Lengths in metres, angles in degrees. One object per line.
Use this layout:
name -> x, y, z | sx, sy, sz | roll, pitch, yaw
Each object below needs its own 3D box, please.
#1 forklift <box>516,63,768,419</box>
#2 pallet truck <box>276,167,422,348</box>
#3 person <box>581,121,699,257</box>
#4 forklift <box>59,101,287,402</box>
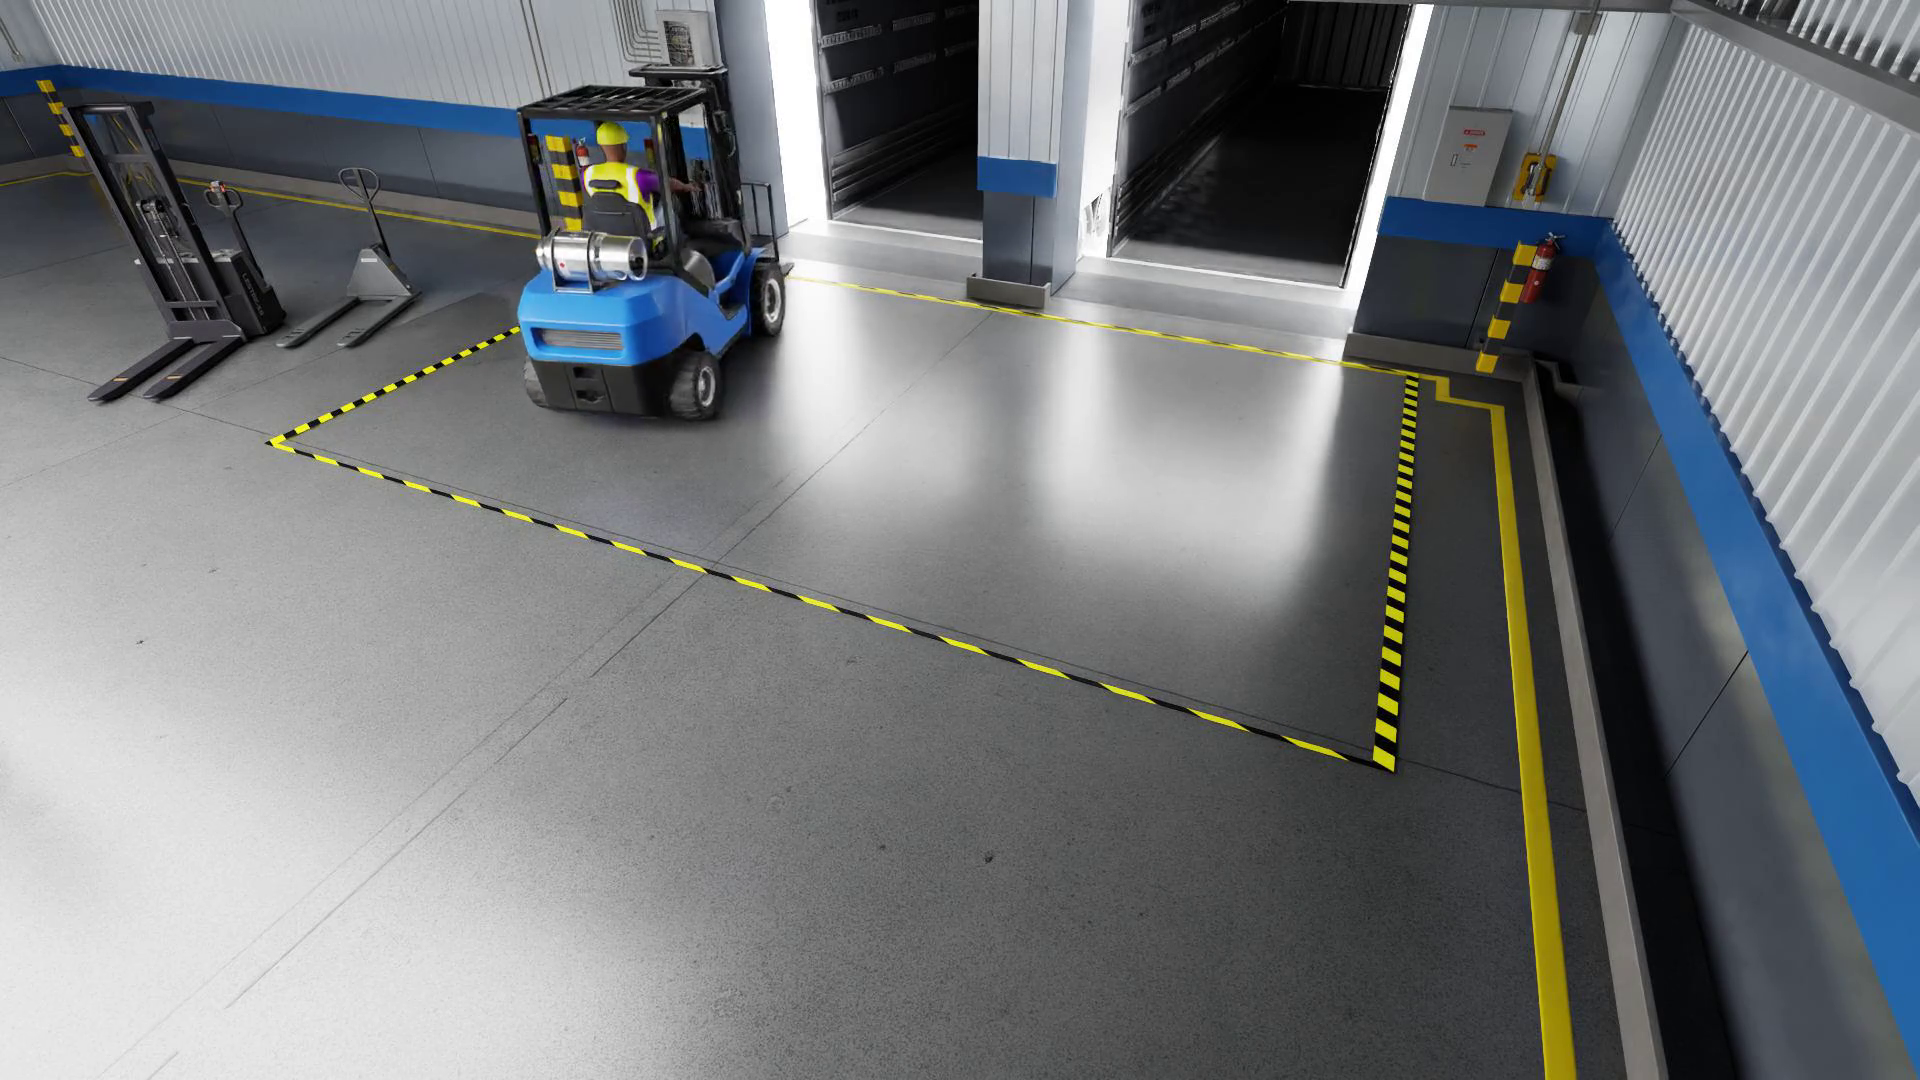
forklift -> -2.439, -2.445, 7.206 | 1.157, 2.036, 2.680 | 5, 35, 7
pallet truck -> -5.732, -2.611, 8.414 | 0.680, 1.201, 1.601 | -1, 35, -1
person -> -2.422, -2.631, 7.146 | 0.635, 1.294, 1.004 | 5, 35, 7
forklift -> -6.686, -2.387, 7.434 | 0.823, 1.965, 1.885 | -3, 35, -5
